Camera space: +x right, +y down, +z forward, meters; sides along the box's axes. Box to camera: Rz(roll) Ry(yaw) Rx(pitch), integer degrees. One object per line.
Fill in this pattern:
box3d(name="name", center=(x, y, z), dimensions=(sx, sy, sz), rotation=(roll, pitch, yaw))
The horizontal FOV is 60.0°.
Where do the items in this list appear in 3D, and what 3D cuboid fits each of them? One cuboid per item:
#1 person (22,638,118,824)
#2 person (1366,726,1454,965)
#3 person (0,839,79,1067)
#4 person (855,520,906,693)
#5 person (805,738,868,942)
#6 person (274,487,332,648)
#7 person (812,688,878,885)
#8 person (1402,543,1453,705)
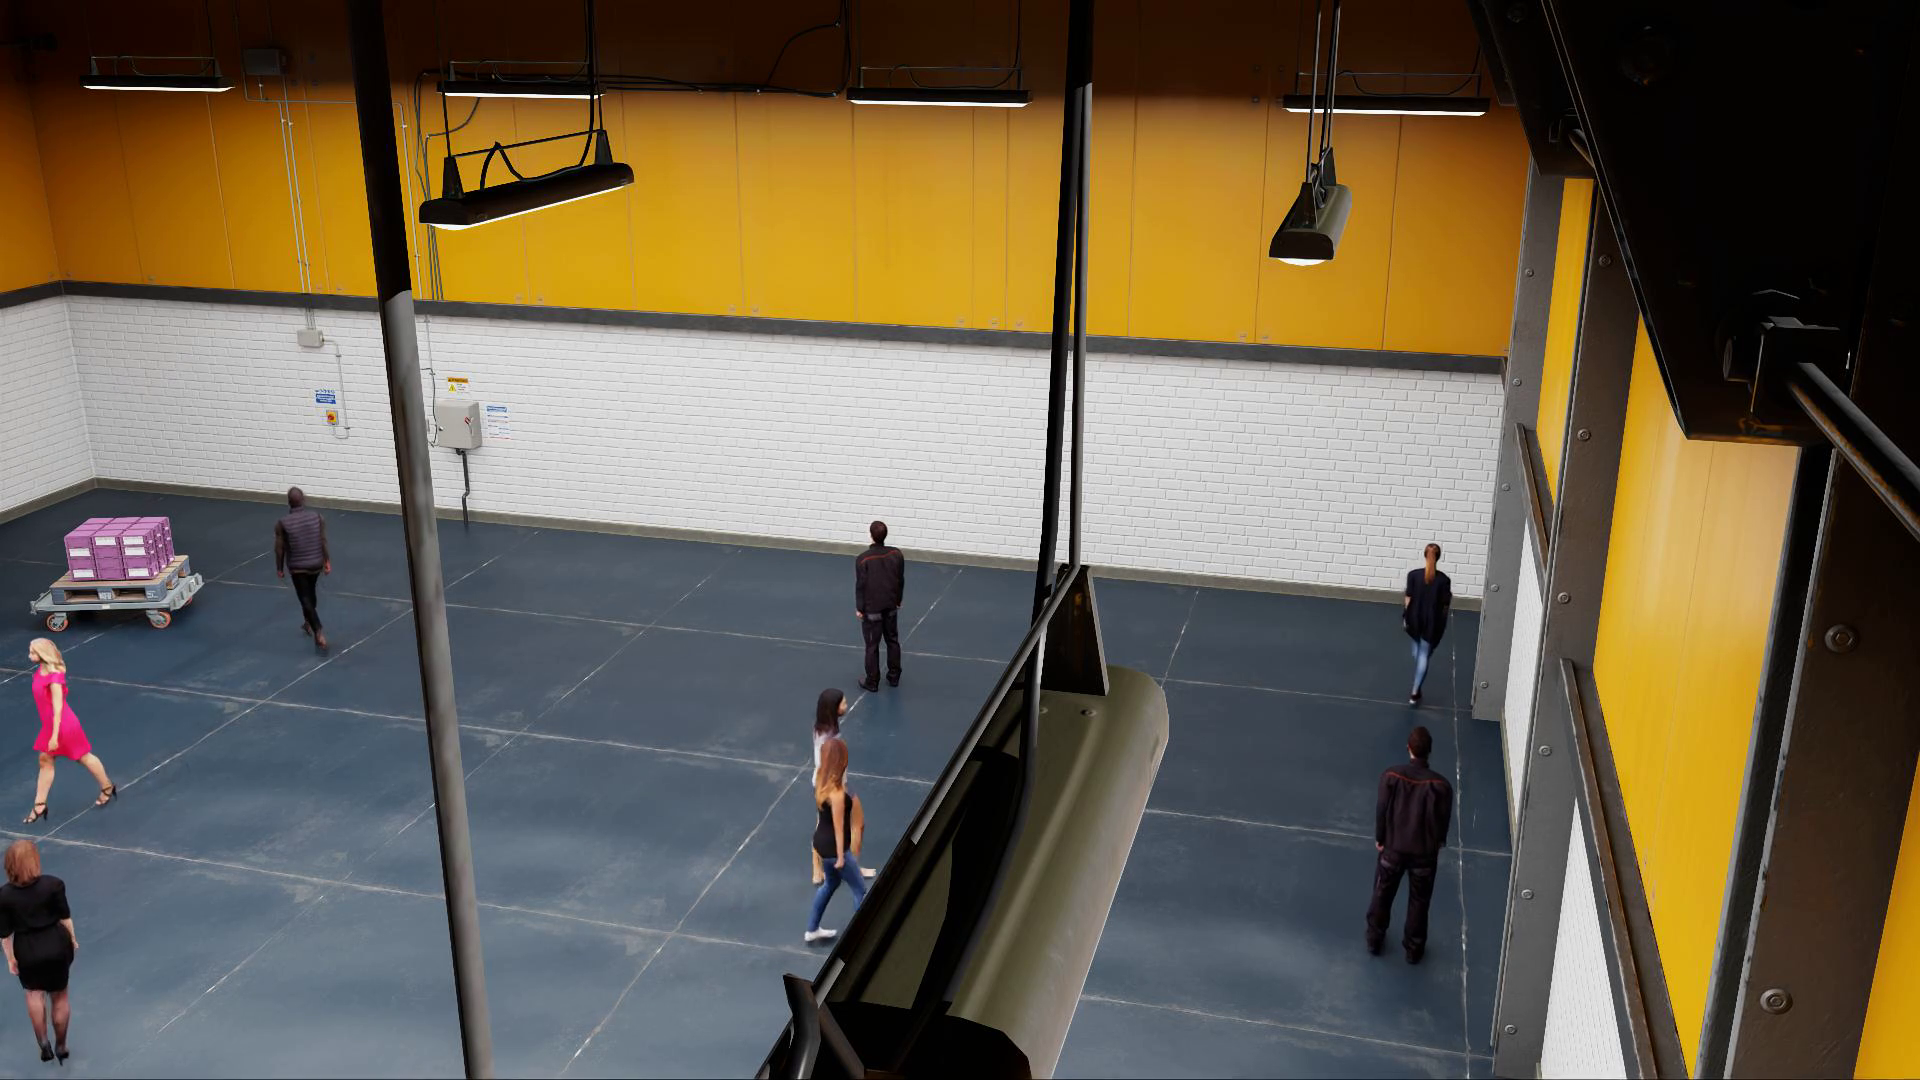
box3d(name="person", center=(-7.845, 1.651, 14.692), dimensions=(0.886, 1.680, 1.104), rotation=(16, 25, 40))
box3d(name="person", center=(3.372, 2.301, 12.413), dimensions=(0.758, 1.904, 0.731), rotation=(9, 20, 24))
box3d(name="person", center=(-6.175, 2.823, 11.191), dimensions=(0.757, 1.695, 0.819), rotation=(-8, 20, -23))
box3d(name="person", center=(-0.834, 0.679, 17.332), dimensions=(0.777, 1.839, 0.838), rotation=(-10, 21, -28))
box3d(name="person", center=(-1.026, 2.349, 12.631), dimensions=(0.993, 1.674, 0.947), rotation=(-7, 20, -20))
box3d(name="person", center=(-7.240, 0.333, 18.422), dimensions=(1.216, 1.799, 1.192), rotation=(-14, 23, -36))
box3d(name="person", center=(-1.121, 2.026, 13.519), dimensions=(0.872, 1.718, 0.814), rotation=(-10, 21, -28))
box3d(name="person", center=(4.747, 0.887, 17.037), dimensions=(0.780, 1.632, 1.153), rotation=(9, 21, 24))
